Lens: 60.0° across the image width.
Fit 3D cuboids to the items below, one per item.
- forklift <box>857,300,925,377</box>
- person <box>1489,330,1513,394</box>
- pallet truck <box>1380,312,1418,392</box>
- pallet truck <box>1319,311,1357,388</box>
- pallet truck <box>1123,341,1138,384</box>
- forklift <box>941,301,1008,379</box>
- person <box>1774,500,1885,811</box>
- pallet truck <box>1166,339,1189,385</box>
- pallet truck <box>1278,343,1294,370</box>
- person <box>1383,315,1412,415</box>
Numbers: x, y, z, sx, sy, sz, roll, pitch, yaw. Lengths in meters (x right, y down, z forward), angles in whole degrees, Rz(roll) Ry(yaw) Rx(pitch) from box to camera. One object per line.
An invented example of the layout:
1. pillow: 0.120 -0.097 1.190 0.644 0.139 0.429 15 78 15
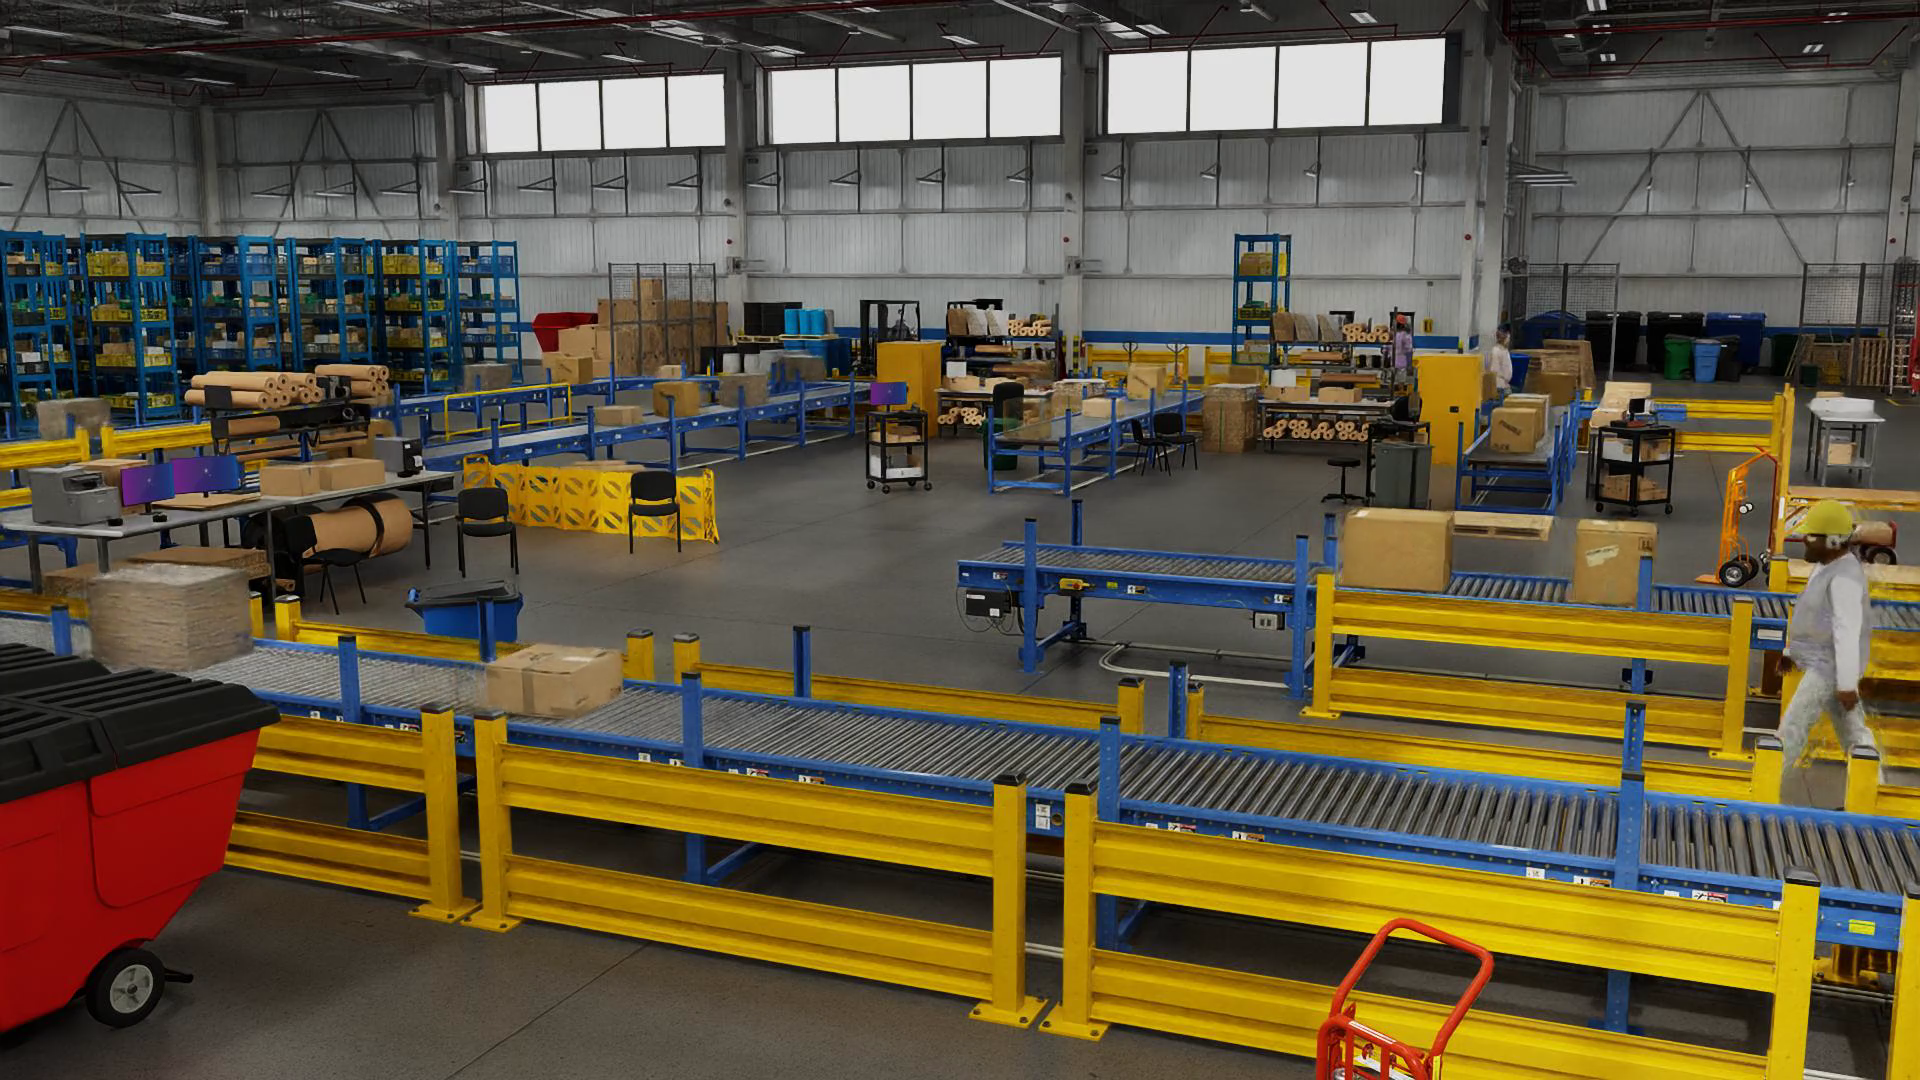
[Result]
1. forklift: -1.732 -5.109 42.468 1.157 1.987 2.680 4 10 22
2. person: 9.619 -2.773 29.528 0.443 1.889 0.656 6 11 34
3. pallet truck: 10.207 -4.283 38.369 0.823 1.965 1.885 3 10 20
4. pallet truck: 9.071 -4.419 39.190 0.823 1.965 1.885 5 10 26
5. pallet truck: 4.445 -4.380 41.279 0.680 1.201 1.601 4 10 22
6. forklift: 0.365 -4.966 41.571 1.157 1.987 2.680 3 10 20
7. person: 4.657 0.665 9.044 0.945 1.778 0.608 4 10 24
8. pallet truck: 5.418 -4.269 40.420 0.704 1.261 1.522 3 10 20
9. pallet truck: 7.886 -4.163 39.743 0.653 1.274 1.630 4 10 22
10. person: 8.889 -3.551 33.795 0.607 2.044 0.376 7 11 35
